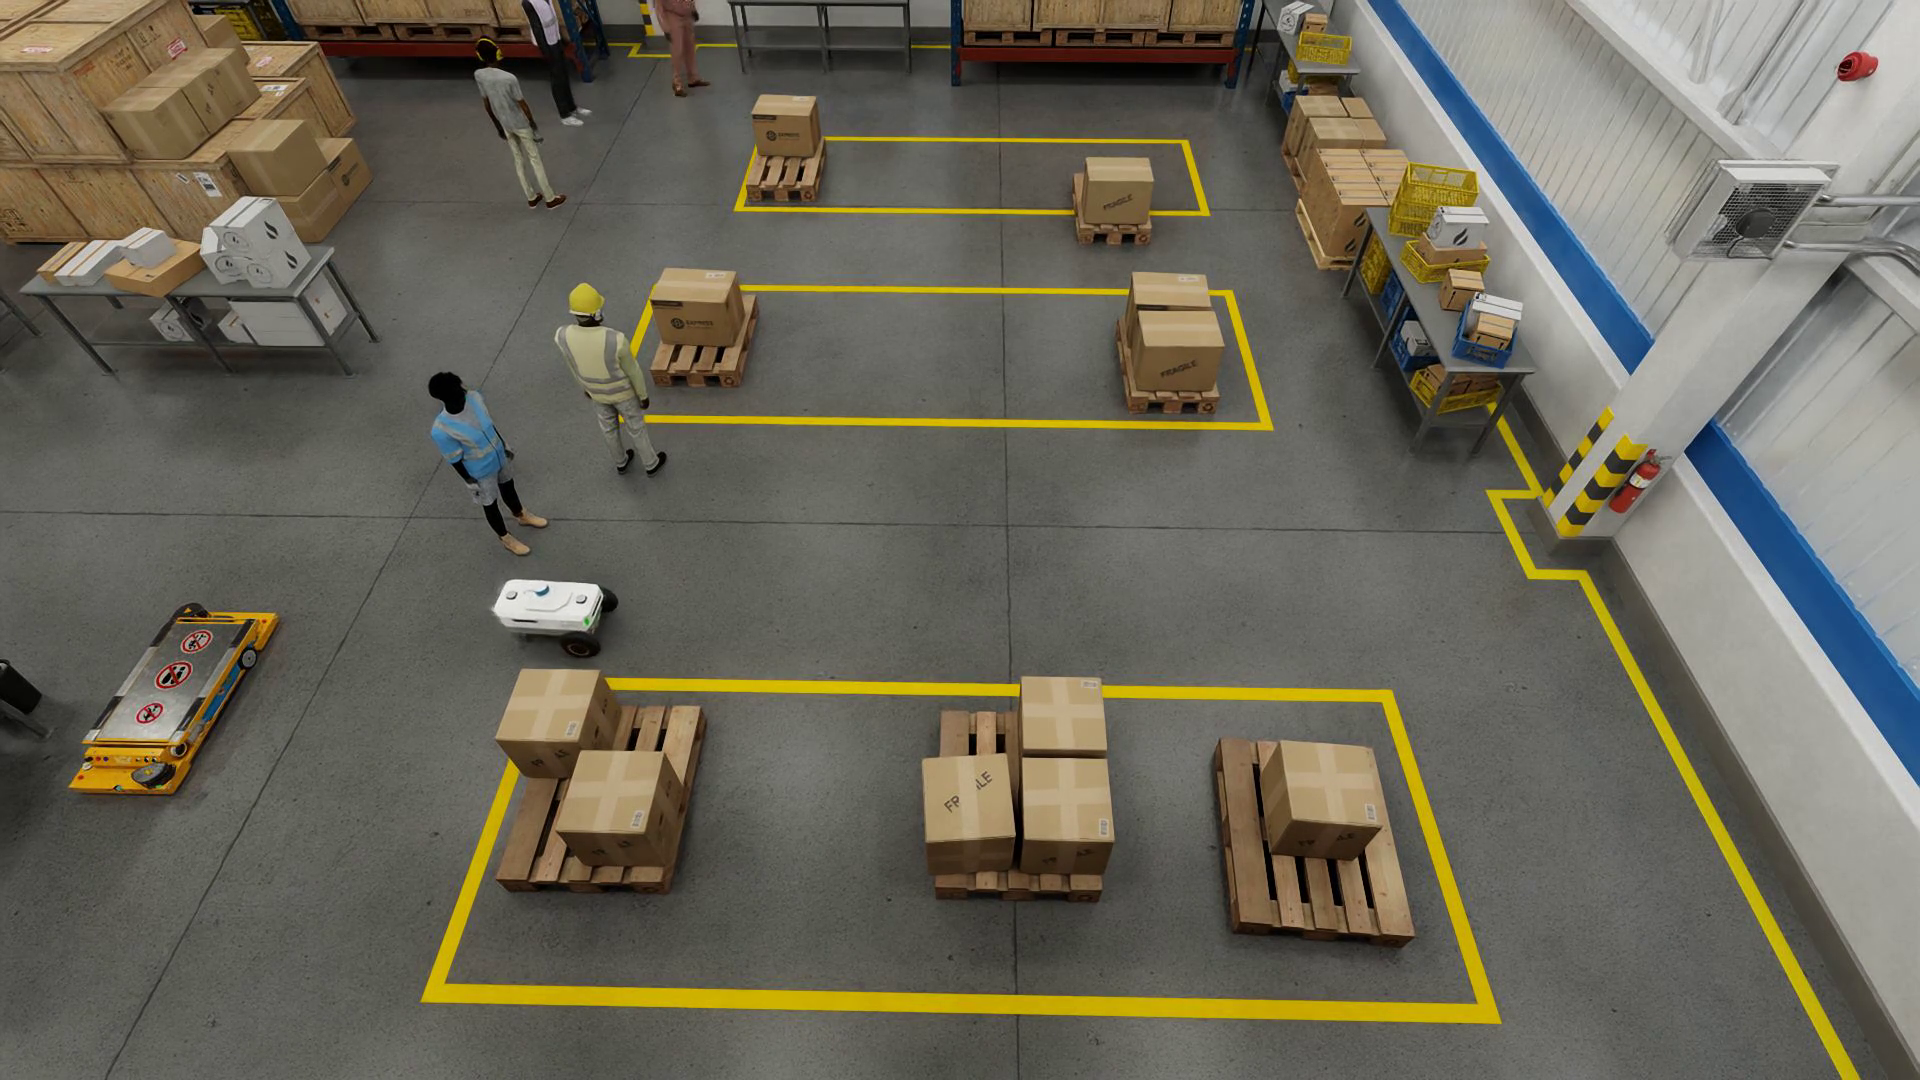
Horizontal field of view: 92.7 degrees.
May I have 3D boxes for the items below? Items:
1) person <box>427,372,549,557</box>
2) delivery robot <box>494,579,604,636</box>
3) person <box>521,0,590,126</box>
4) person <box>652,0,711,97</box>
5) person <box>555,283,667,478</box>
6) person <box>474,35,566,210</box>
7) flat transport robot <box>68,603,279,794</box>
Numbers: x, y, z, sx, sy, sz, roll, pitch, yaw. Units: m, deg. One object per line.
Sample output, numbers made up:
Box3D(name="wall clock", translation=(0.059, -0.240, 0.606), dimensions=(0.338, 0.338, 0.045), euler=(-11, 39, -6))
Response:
Box3D(name="person", translation=(-3.578, -0.578, 6.913), dimensions=(0.317, 1.694, 0.541), euler=(9, 50, 8))
Box3D(name="delivery robot", translation=(-2.990, 0.481, 6.698), dimensions=(0.707, 0.478, 0.477), euler=(3, 50, 3))
Box3D(name="person", translation=(-5.187, -6.281, 11.593), dimensions=(0.372, 1.916, 0.596), euler=(1, 50, 1))
Box3D(name="person", translation=(-3.758, -6.941, 12.190), dimensions=(0.433, 1.870, 0.696), euler=(23, 54, 19))
Box3D(name="person", translation=(-2.794, -1.241, 7.390), dimensions=(0.593, 1.826, 0.403), euler=(6, 50, 5))
Box3D(name="person", translation=(-4.937, -4.609, 10.207), dimensions=(0.532, 1.872, 0.314), euler=(8, 50, 7))
Box3D(name="flat transport robot", translation=(-5.504, 1.072, 6.442), dimensions=(0.652, 0.197, 1.431), euler=(1, 50, 1))
